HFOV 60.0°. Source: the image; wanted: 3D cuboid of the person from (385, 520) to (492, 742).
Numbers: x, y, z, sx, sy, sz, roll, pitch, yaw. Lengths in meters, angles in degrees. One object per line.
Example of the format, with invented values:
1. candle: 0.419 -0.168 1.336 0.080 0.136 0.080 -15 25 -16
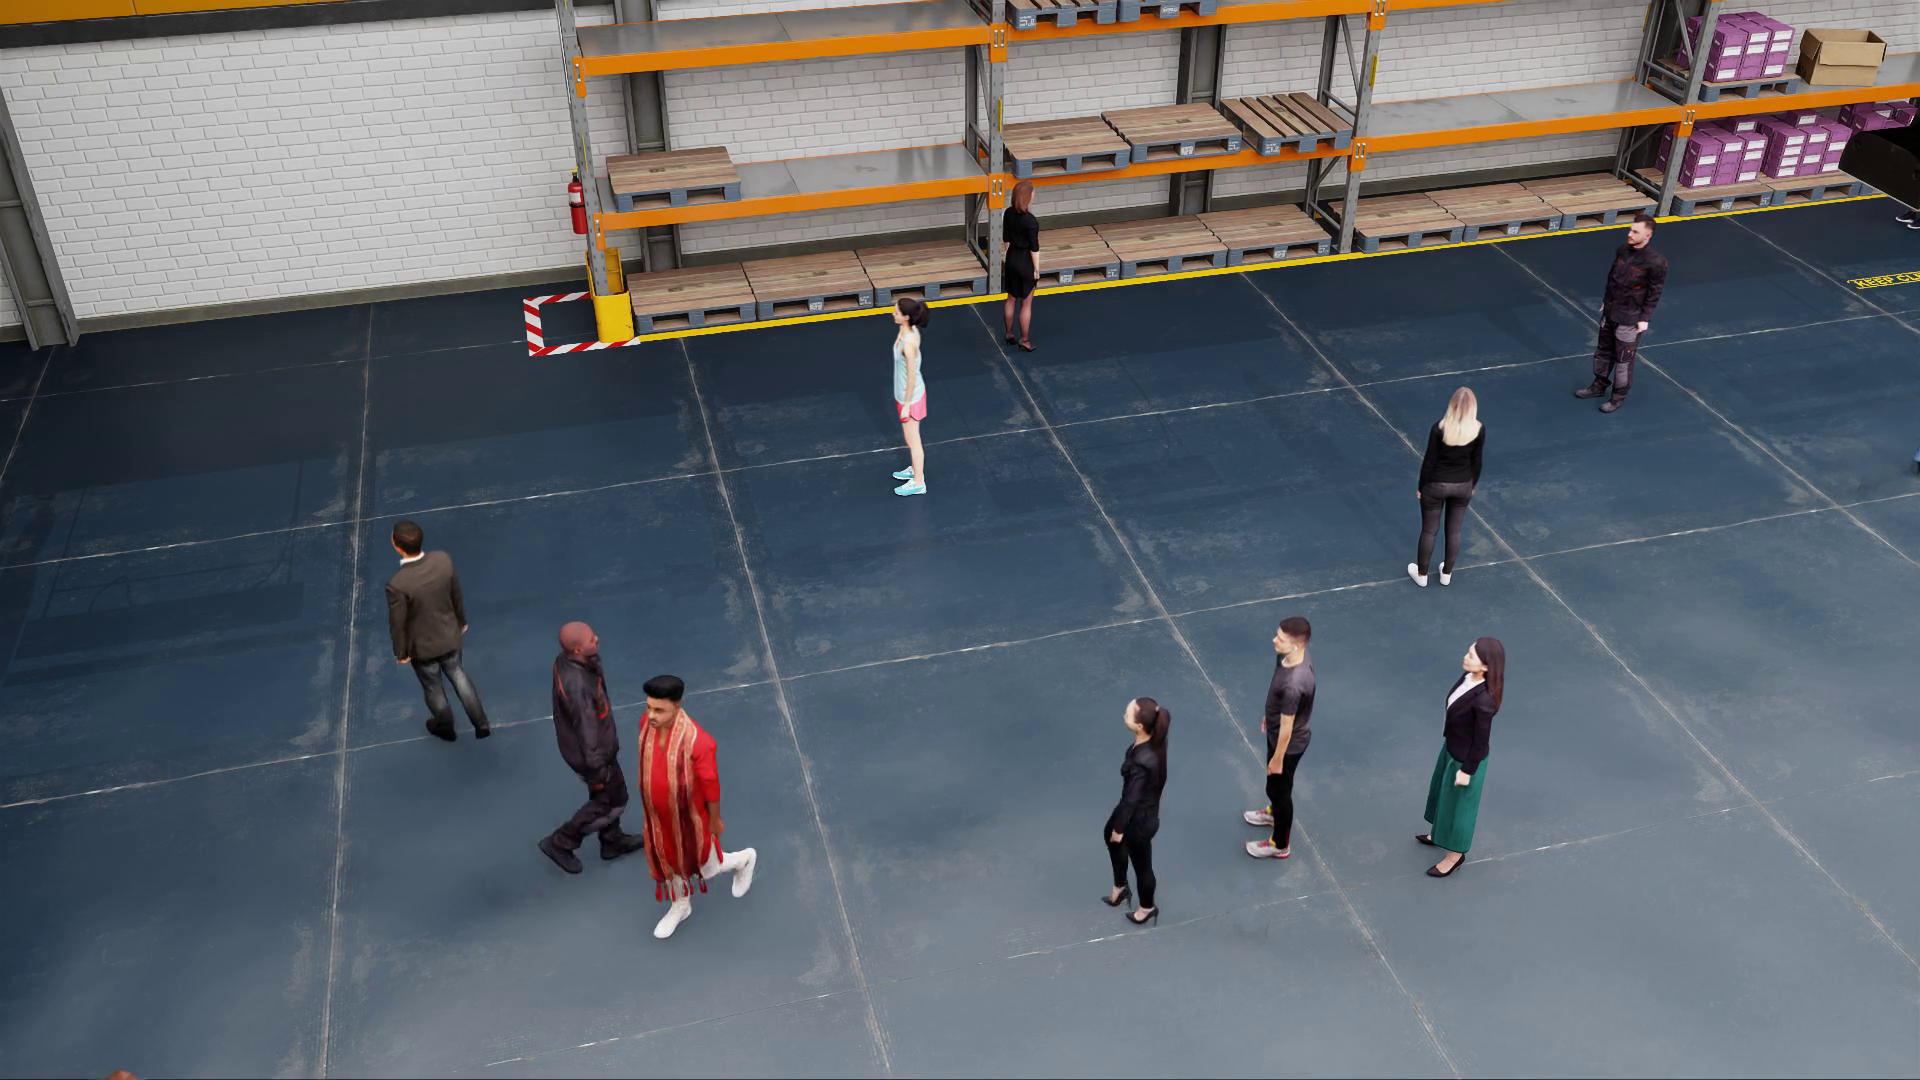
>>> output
1. person: -3.419 0.651 10.928 1.004 1.792 0.968 25 41 32

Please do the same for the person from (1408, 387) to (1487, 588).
1. person: 3.690 -0.392 12.591 0.557 1.686 0.726 0 34 0

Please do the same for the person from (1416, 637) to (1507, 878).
1. person: 3.036 1.289 10.014 0.620 1.740 0.670 1 34 2

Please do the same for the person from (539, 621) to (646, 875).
1. person: -2.325 1.275 9.973 0.915 1.808 0.726 -11 35 -16

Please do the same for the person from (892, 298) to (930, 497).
1. person: -0.426 -1.187 13.718 0.616 1.764 0.643 -1 34 -2

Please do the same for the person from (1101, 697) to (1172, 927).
1. person: 1.110 1.601 9.579 0.758 1.703 0.720 9 35 13

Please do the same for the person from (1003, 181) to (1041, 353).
1. person: 0.582 -2.620 15.927 0.650 1.704 0.658 -27 42 -34

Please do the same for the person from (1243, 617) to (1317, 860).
1. person: 1.985 1.192 10.143 0.670 1.759 0.708 4 34 6

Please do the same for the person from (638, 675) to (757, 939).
1. person: -1.559 1.473 9.627 1.005 1.863 1.084 21 39 28

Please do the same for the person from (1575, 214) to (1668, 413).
1. person: 5.988 -2.061 14.950 0.667 1.855 0.762 -15 36 -21
